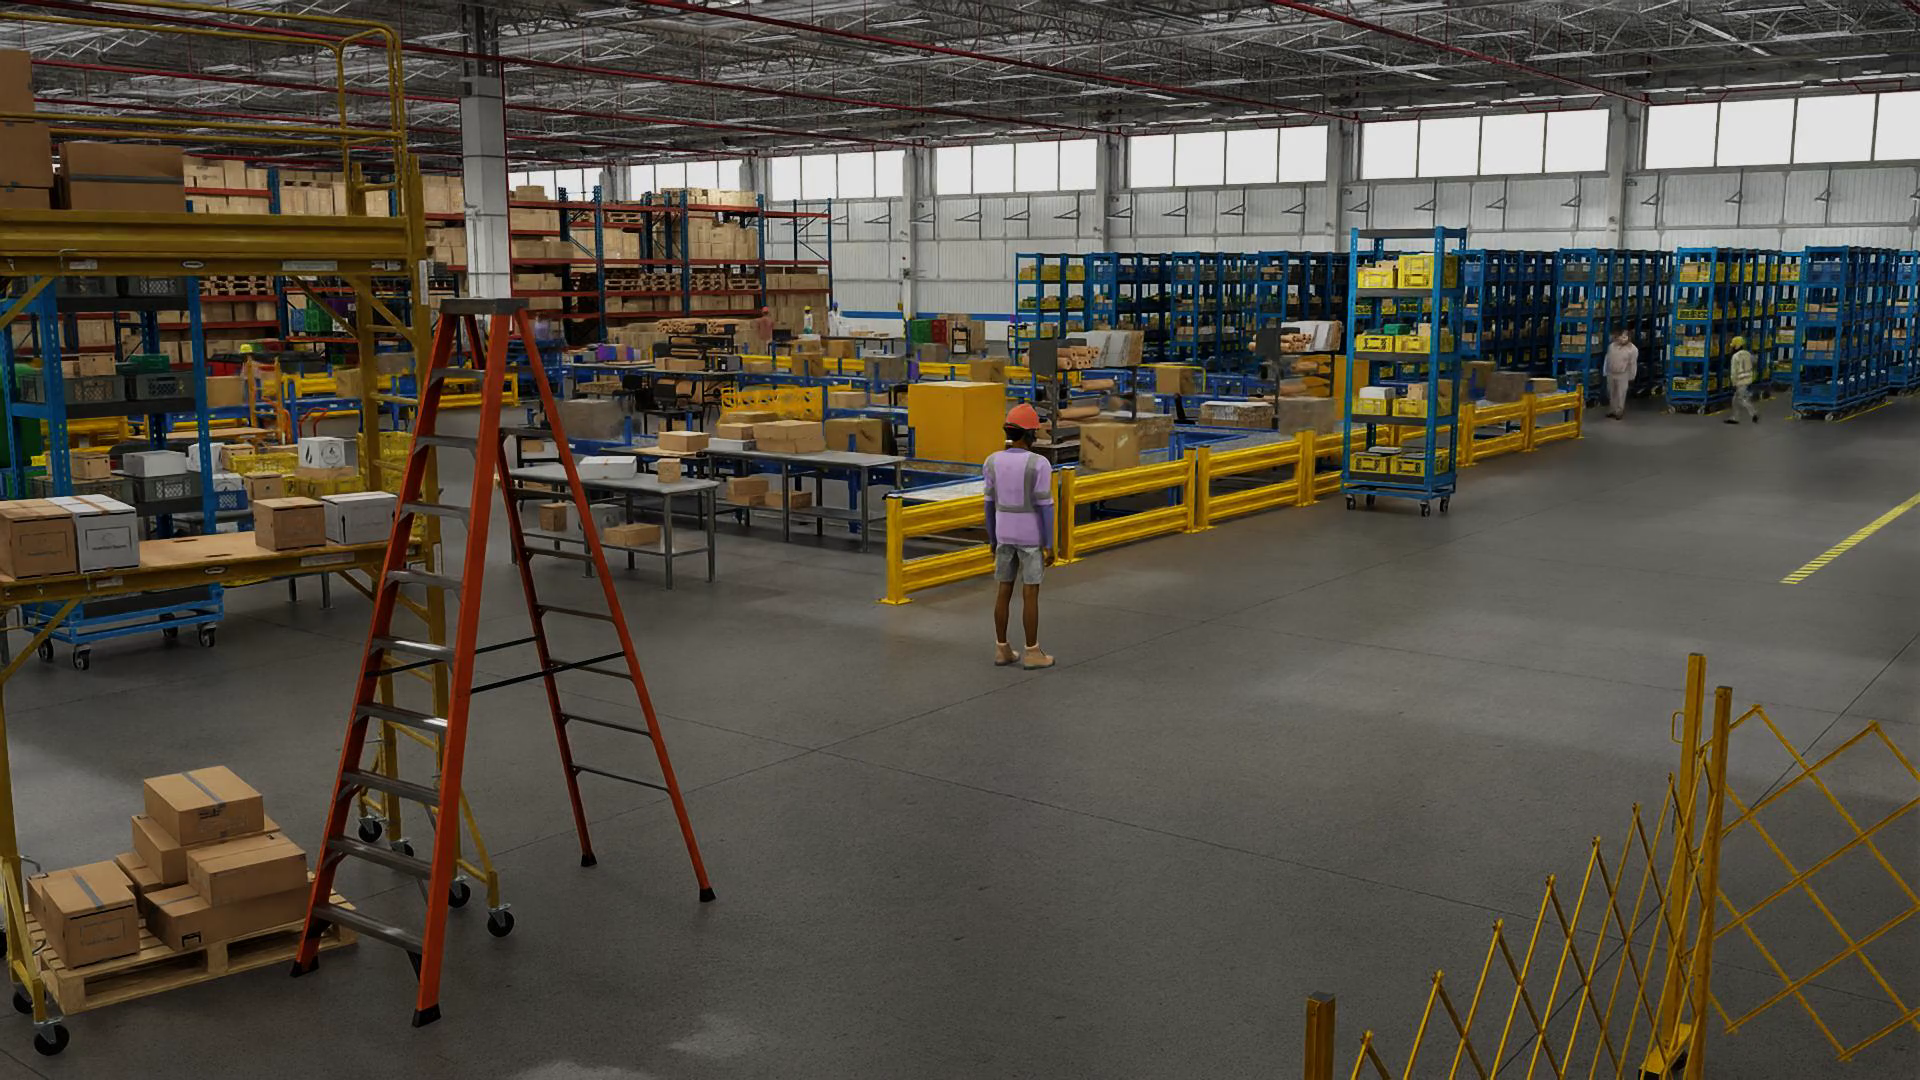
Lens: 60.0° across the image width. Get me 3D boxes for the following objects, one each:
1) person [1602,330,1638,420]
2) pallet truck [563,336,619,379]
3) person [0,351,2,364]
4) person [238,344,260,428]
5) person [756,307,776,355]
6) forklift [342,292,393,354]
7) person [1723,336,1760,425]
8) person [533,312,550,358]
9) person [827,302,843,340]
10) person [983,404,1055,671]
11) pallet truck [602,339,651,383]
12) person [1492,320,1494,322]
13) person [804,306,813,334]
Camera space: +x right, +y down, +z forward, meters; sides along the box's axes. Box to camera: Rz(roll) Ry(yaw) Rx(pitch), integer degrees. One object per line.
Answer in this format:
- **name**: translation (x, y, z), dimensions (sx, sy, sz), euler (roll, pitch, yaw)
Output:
- **person**: translation (13.759, -3.434, 34.627), dimensions (0.708, 1.868, 0.640), euler (8, 12, 41)
- **pallet truck**: translation (-10.690, -5.294, 48.215), dimensions (1.601, 1.201, 0.680), euler (-5, 10, -26)
- **person**: translation (-26.791, -5.182, 46.301), dimensions (0.501, 1.620, 0.357), euler (7, 11, 37)
- **person**: translation (-13.008, -2.693, 30.358), dimensions (0.620, 1.748, 0.542), euler (-8, 12, -41)
- **person**: translation (-6.241, -6.529, 53.616), dimensions (0.643, 1.962, 0.823), euler (-1, 9, -5)
- **forklift**: translation (-16.485, -5.622, 45.120), dimensions (1.129, 2.768, 1.873), euler (7, 11, 37)
- **person**: translation (15.671, -3.171, 33.201), dimensions (0.634, 1.799, 0.699), euler (-8, 12, -42)
- **person**: translation (-12.495, -5.905, 49.953), dimensions (0.964, 1.908, 0.625), euler (-8, 12, -39)
- **person**: translation (-4.771, -8.118, 63.592), dimensions (0.605, 1.951, 0.380), euler (-3, 9, -16)
- **person**: translation (0.472, -0.021, 12.768), dimensions (0.607, 2.044, 0.376), euler (6, 11, 34)
- **pallet truck**: translation (-8.991, -4.871, 45.351), dimensions (0.653, 1.274, 1.630), euler (7, 11, 37)
- **person**: translation (17.698, -6.785, 55.726), dimensions (0.950, 1.807, 0.567), euler (6, 11, 35)
- **person**: translation (-6.017, -8.376, 65.779), dimensions (0.315, 1.768, 0.526), euler (-8, 12, -39)
